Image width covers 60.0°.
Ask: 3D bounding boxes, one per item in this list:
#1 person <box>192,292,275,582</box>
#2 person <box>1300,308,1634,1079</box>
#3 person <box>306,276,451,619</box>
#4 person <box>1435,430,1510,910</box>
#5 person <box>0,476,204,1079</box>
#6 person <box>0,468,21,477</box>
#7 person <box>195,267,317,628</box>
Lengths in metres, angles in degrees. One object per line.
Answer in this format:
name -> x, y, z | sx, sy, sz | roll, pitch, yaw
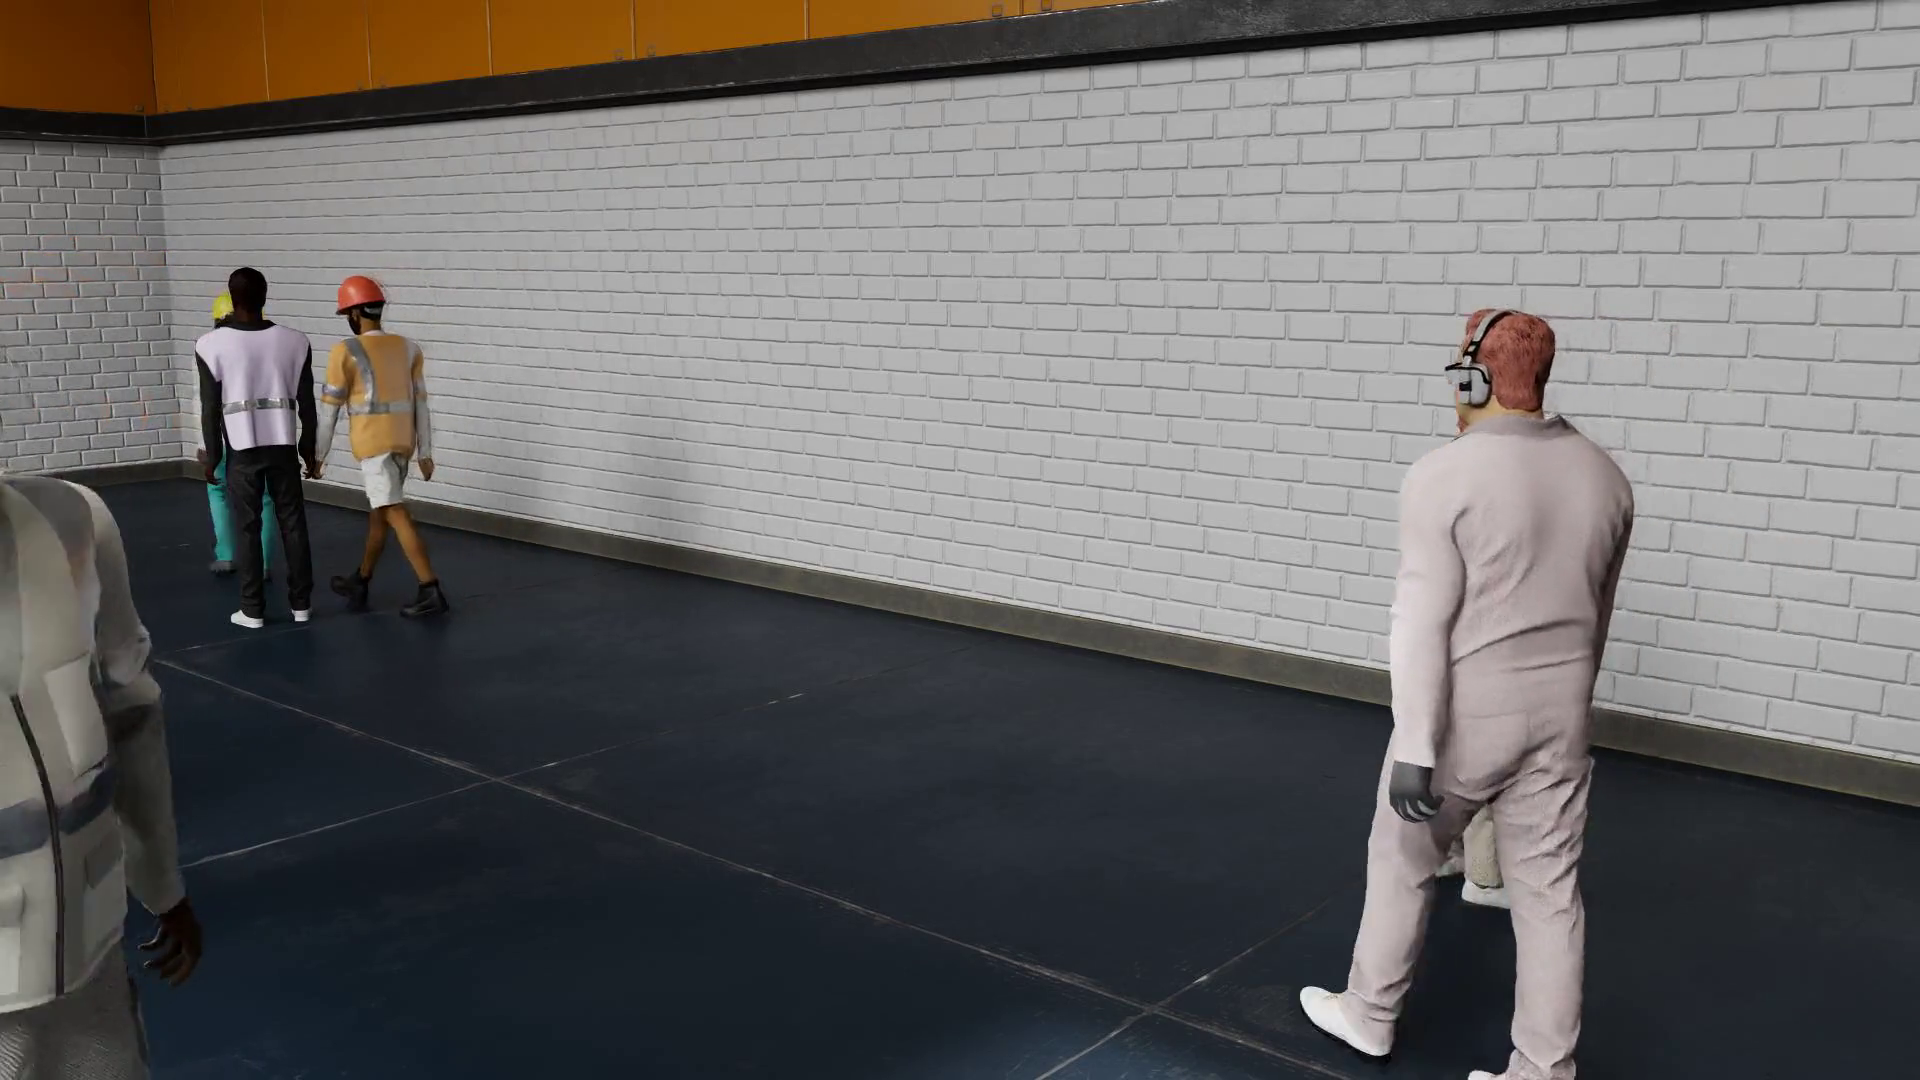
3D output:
person -> -4.431, -0.630, 10.172 | 0.548, 1.744, 0.653 | -9, 13, -41
person -> 1.188, 0.399, 3.955 | 0.680, 1.874, 0.871 | -4, 11, -22
person -> -3.210, -0.508, 9.201 | 1.030, 1.875, 0.564 | 6, 12, 31
person -> 1.625, 0.311, 5.138 | 0.309, 1.645, 0.515 | -2, 10, -11
person -> -1.403, 0.629, 2.394 | 0.394, 1.987, 0.705 | 4, 11, 23
person -> -2.981, 0.357, 4.945 | 0.579, 1.624, 0.439 | 3, 10, 17
person -> -3.738, -0.488, 8.899 | 0.592, 1.922, 0.392 | -7, 12, -36
